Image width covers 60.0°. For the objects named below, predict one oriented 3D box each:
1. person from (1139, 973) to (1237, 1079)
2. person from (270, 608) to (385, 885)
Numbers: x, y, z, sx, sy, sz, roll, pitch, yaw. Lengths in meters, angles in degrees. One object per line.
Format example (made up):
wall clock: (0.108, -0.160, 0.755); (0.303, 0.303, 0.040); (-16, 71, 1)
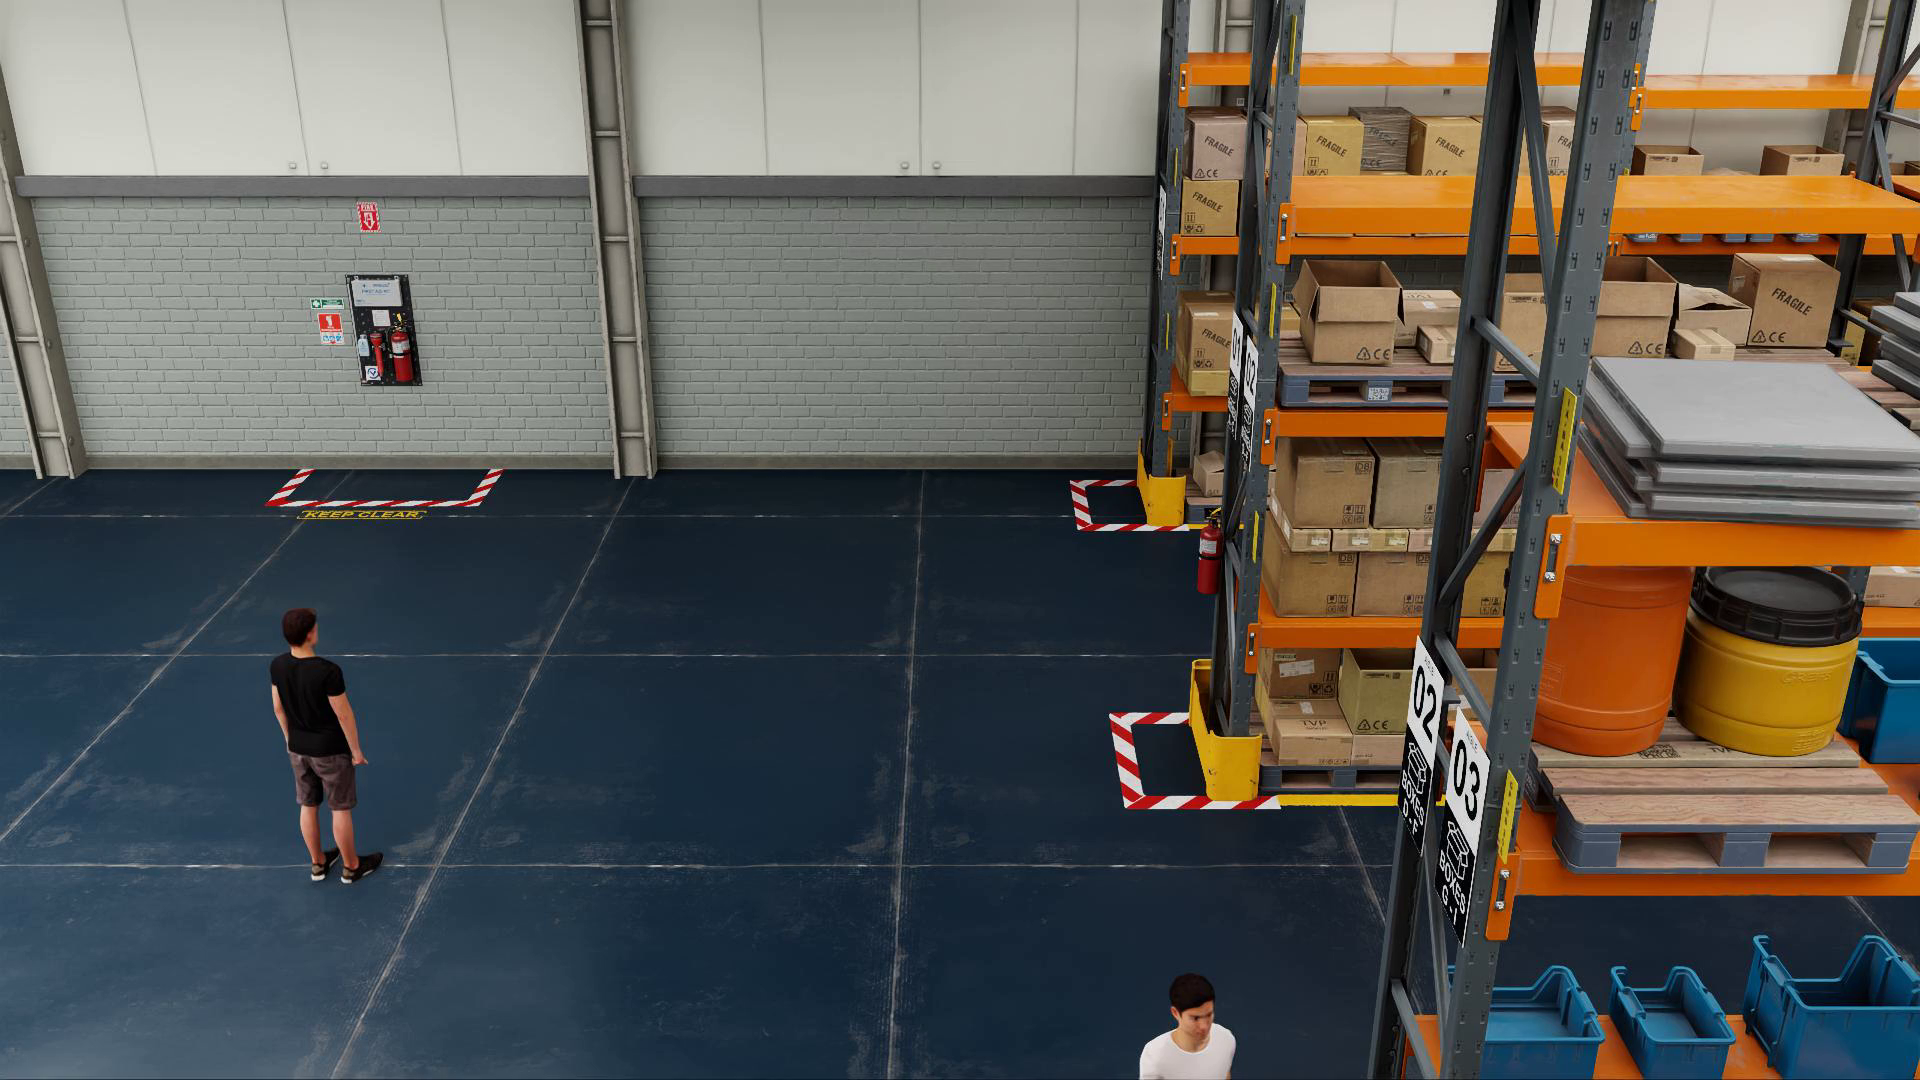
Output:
person: (0.984, 2.636, 7.345); (0.621, 1.722, 0.759); (-10, 25, -22)
person: (-4.005, 1.279, 10.359); (0.596, 1.861, 0.799); (6, 24, 13)
